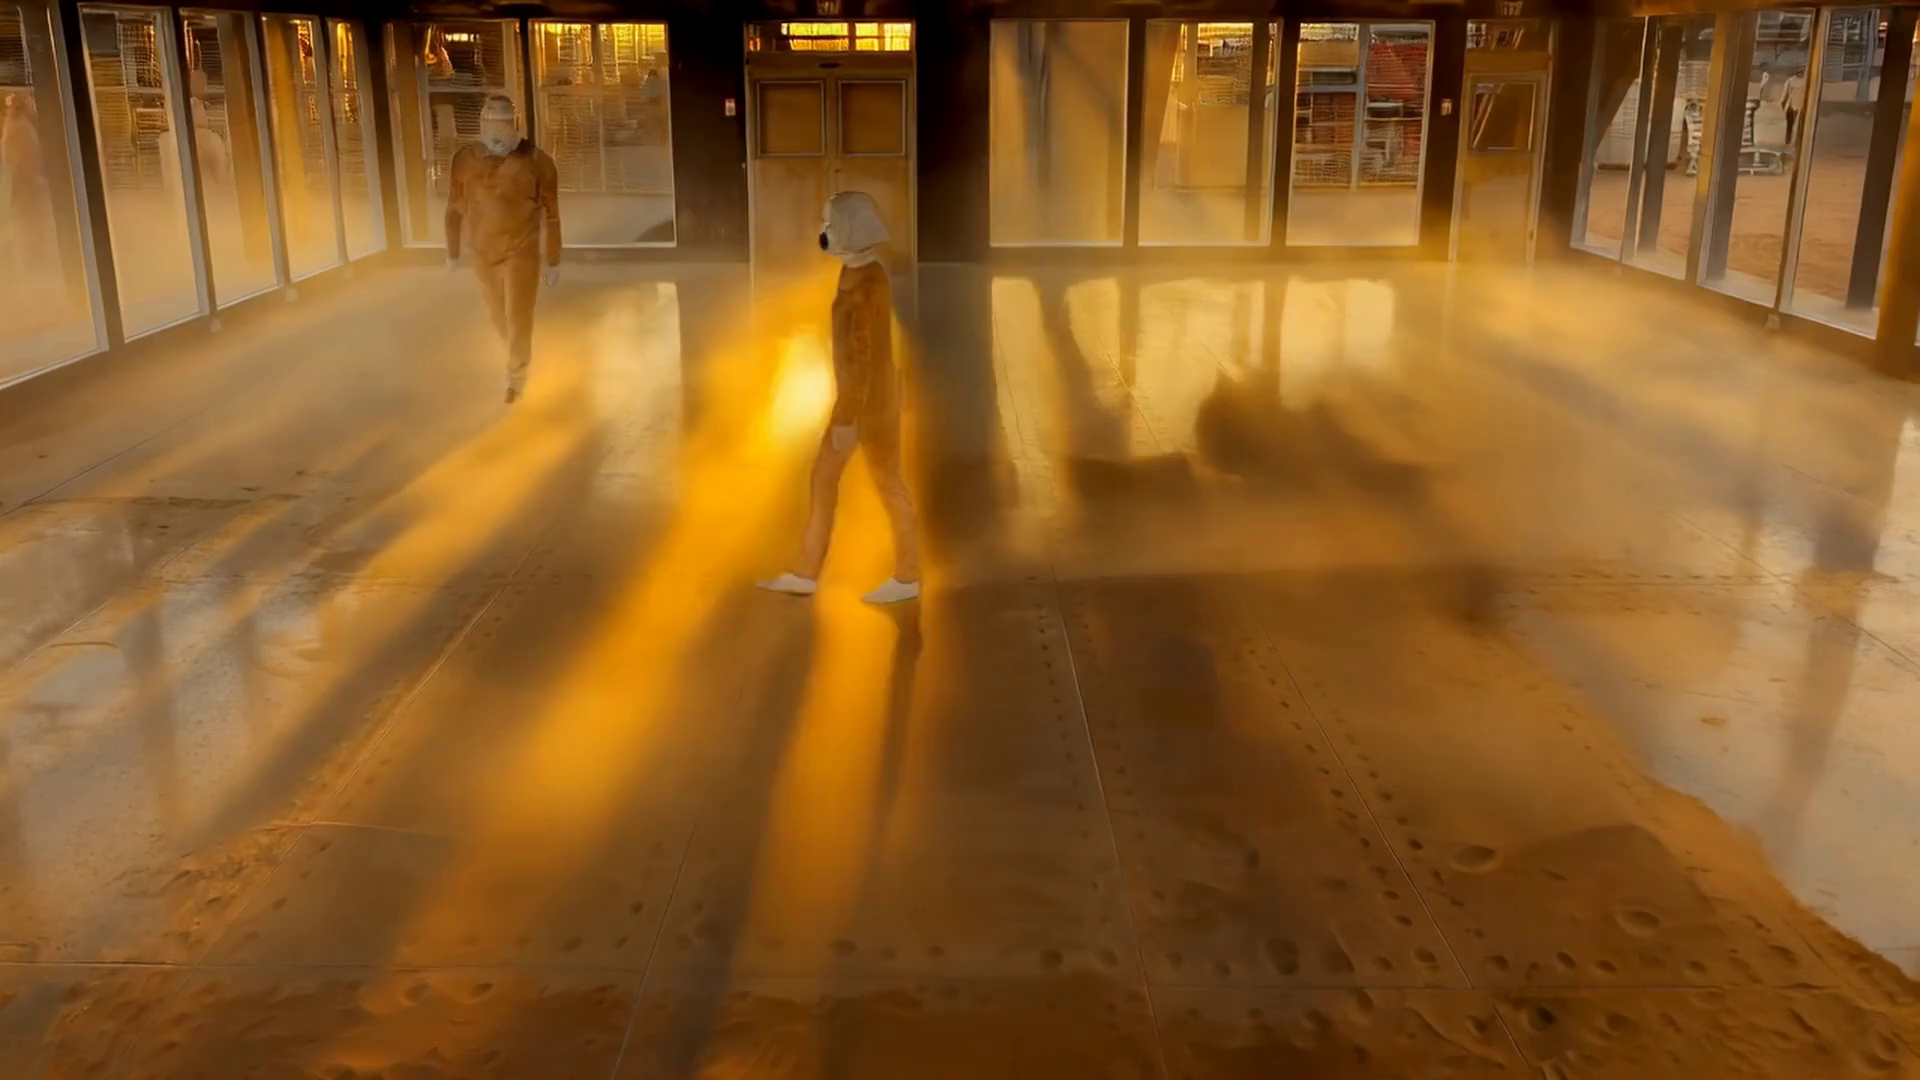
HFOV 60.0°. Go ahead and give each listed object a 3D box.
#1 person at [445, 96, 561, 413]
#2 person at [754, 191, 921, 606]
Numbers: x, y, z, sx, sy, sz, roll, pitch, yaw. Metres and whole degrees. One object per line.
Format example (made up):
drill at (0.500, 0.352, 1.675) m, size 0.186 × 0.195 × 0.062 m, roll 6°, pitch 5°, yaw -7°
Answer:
person at (-2.782, -1.781, 10.246) m, size 0.653 × 1.869 × 0.967 m, roll 1°, pitch 16°, yaw 2°
person at (-0.485, -0.507, 6.337) m, size 0.739 × 1.600 × 0.528 m, roll -4°, pitch 17°, yaw -14°
